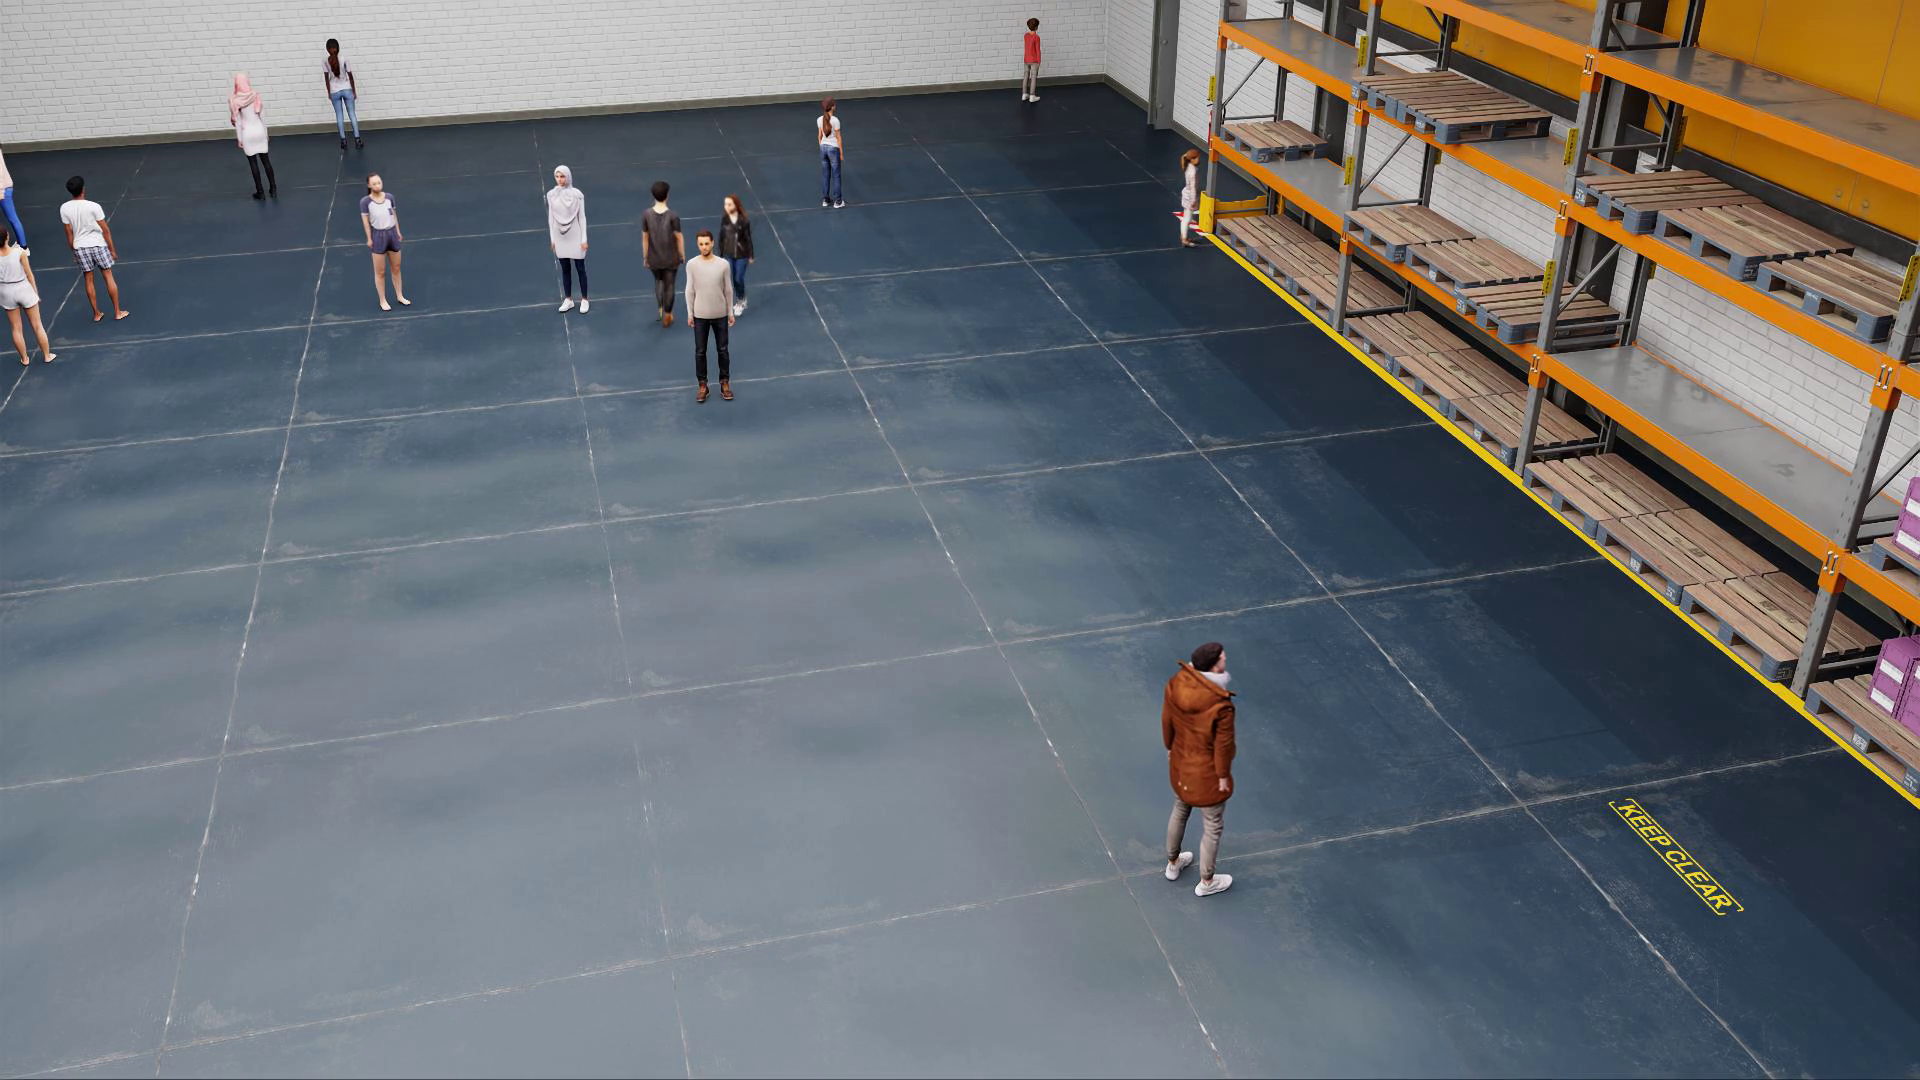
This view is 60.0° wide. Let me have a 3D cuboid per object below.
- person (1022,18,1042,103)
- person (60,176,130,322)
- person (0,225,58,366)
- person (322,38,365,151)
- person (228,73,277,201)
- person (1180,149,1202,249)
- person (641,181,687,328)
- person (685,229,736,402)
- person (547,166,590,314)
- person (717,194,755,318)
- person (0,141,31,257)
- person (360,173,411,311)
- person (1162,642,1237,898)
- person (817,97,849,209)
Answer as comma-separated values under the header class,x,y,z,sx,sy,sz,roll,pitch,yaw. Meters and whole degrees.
class,x,y,z,sx,sy,sz,roll,pitch,yaw
person,1.245,-8.426,29.152,0.550,1.415,0.639,23,36,36
person,-10.287,-3.447,19.693,0.665,1.733,0.555,-4,29,-7
person,-10.493,-2.731,18.512,0.583,1.606,0.563,-10,30,-18
person,-9.805,-7.080,26.368,0.586,1.719,0.517,-8,30,-15
person,-10.193,-5.822,23.973,0.721,1.803,0.738,-25,37,-38
person,3.068,-4.579,22.208,0.646,1.311,0.533,1,29,2
person,-3.499,-3.318,19.494,0.748,1.696,0.815,3,29,5
person,-2.645,-2.394,17.620,0.668,1.868,0.588,-5,29,-9
person,-4.685,-3.614,19.955,0.678,1.775,0.654,3,29,6
person,-2.650,-3.459,19.990,0.749,1.469,0.811,12,31,21
person,-12.508,-4.583,21.737,0.765,1.769,0.589,-17,33,-28
person,-6.972,-3.624,20.103,0.684,1.650,0.673,25,37,38
person,1.528,1.447,10.610,0.882,1.838,0.782,-23,36,-35
person,-1.844,-5.542,23.711,0.628,1.562,0.687,15,32,25
